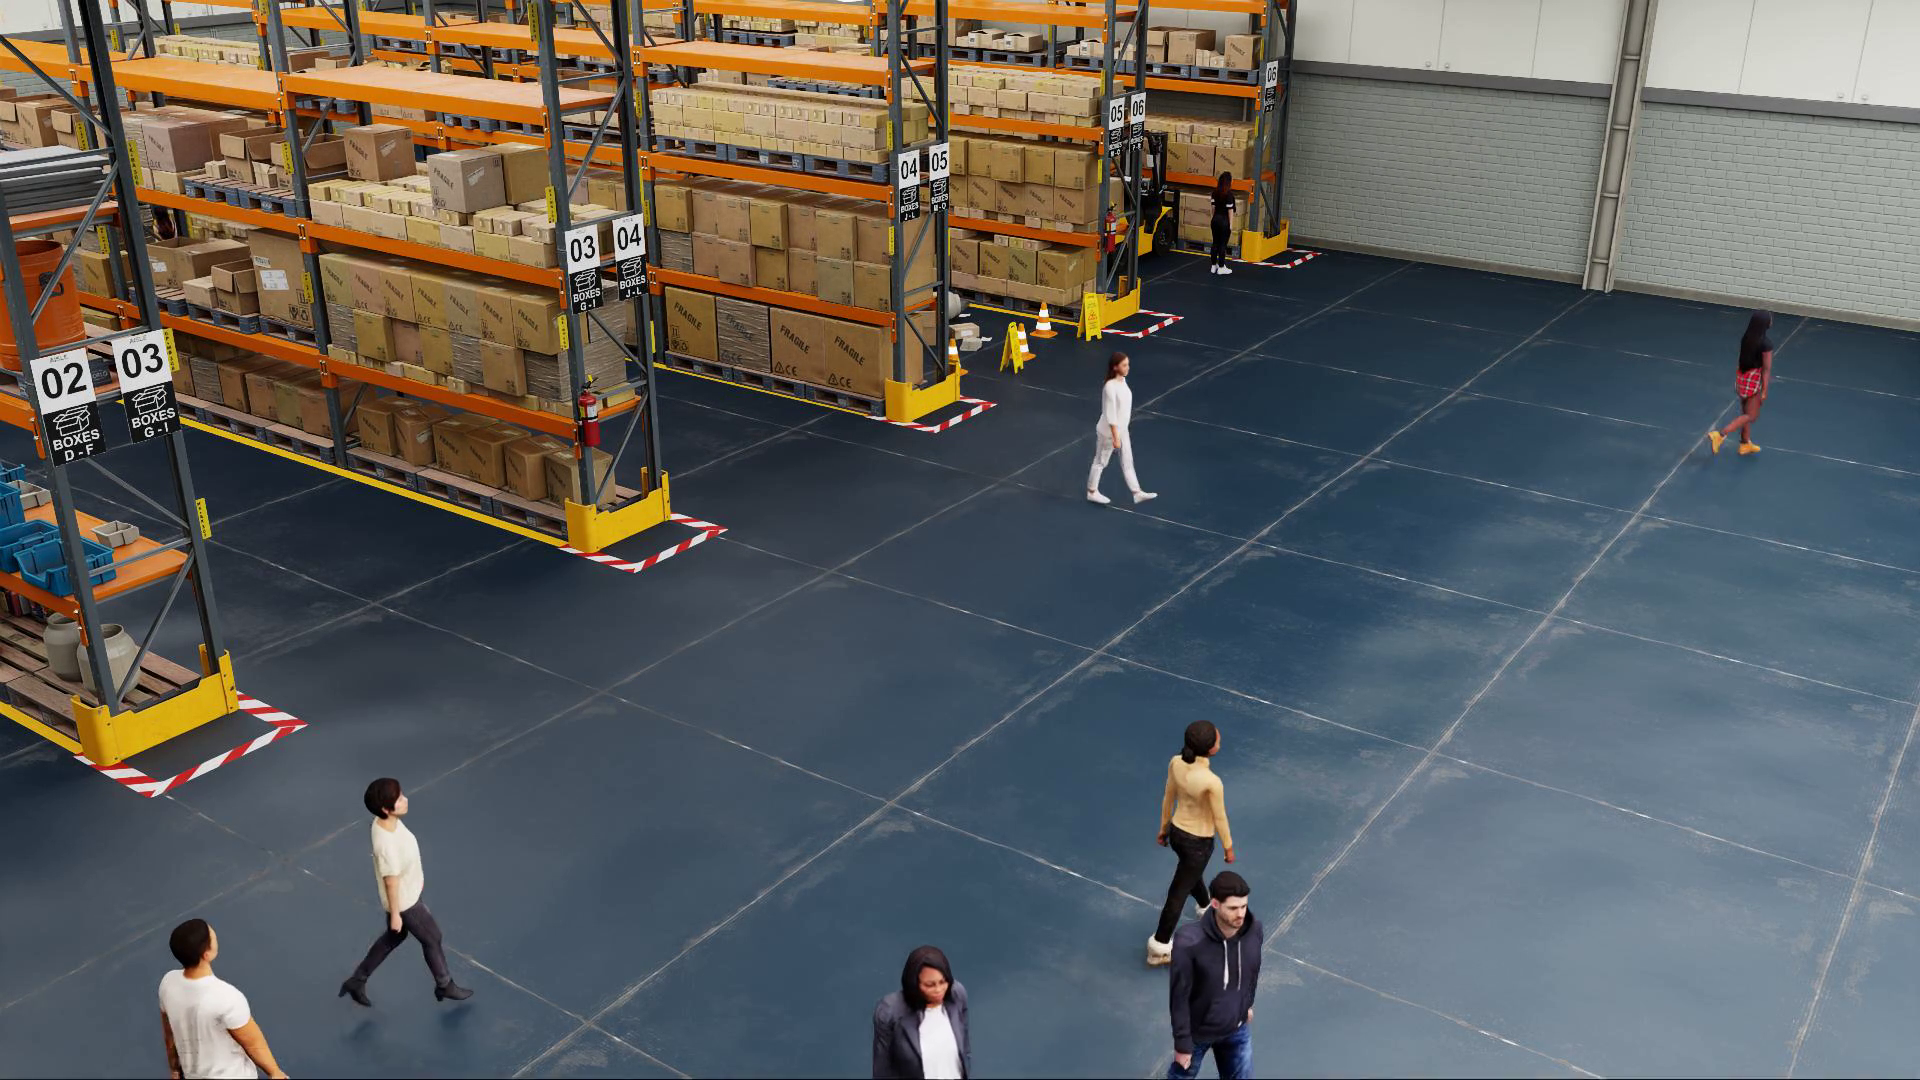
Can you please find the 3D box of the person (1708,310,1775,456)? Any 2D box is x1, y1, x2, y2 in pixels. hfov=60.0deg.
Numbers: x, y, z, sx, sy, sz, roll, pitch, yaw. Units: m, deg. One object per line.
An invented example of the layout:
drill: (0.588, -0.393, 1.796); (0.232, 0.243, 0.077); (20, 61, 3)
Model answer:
person: (8.804, -1.715, 18.627); (1.058, 1.709, 1.031); (-6, 24, -14)

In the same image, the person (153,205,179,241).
person: (-11.497, -4.088, 24.280); (0.515, 1.651, 0.558); (17, 28, 35)

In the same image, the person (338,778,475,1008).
person: (-3.361, 2.124, 9.791); (1.004, 1.558, 1.019); (-8, 24, -18)

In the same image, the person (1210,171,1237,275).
person: (4.195, -5.094, 26.663); (0.743, 1.637, 0.630); (-15, 27, -32)

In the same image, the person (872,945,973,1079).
person: (-0.209, 2.710, 8.373); (0.784, 1.588, 0.795); (-13, 26, -28)

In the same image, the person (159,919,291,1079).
person: (-3.703, 2.706, 8.166); (1.120, 1.758, 0.869); (10, 25, 23)

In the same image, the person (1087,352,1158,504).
person: (1.525, -1.155, 17.372); (1.004, 1.659, 0.710); (11, 25, 25)

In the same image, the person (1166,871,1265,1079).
person: (1.260, 2.465, 8.641); (1.171, 1.830, 1.308); (-7, 24, -17)

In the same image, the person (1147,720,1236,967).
person: (1.358, 1.894, 10.254); (0.918, 1.619, 1.068); (-15, 27, -31)
